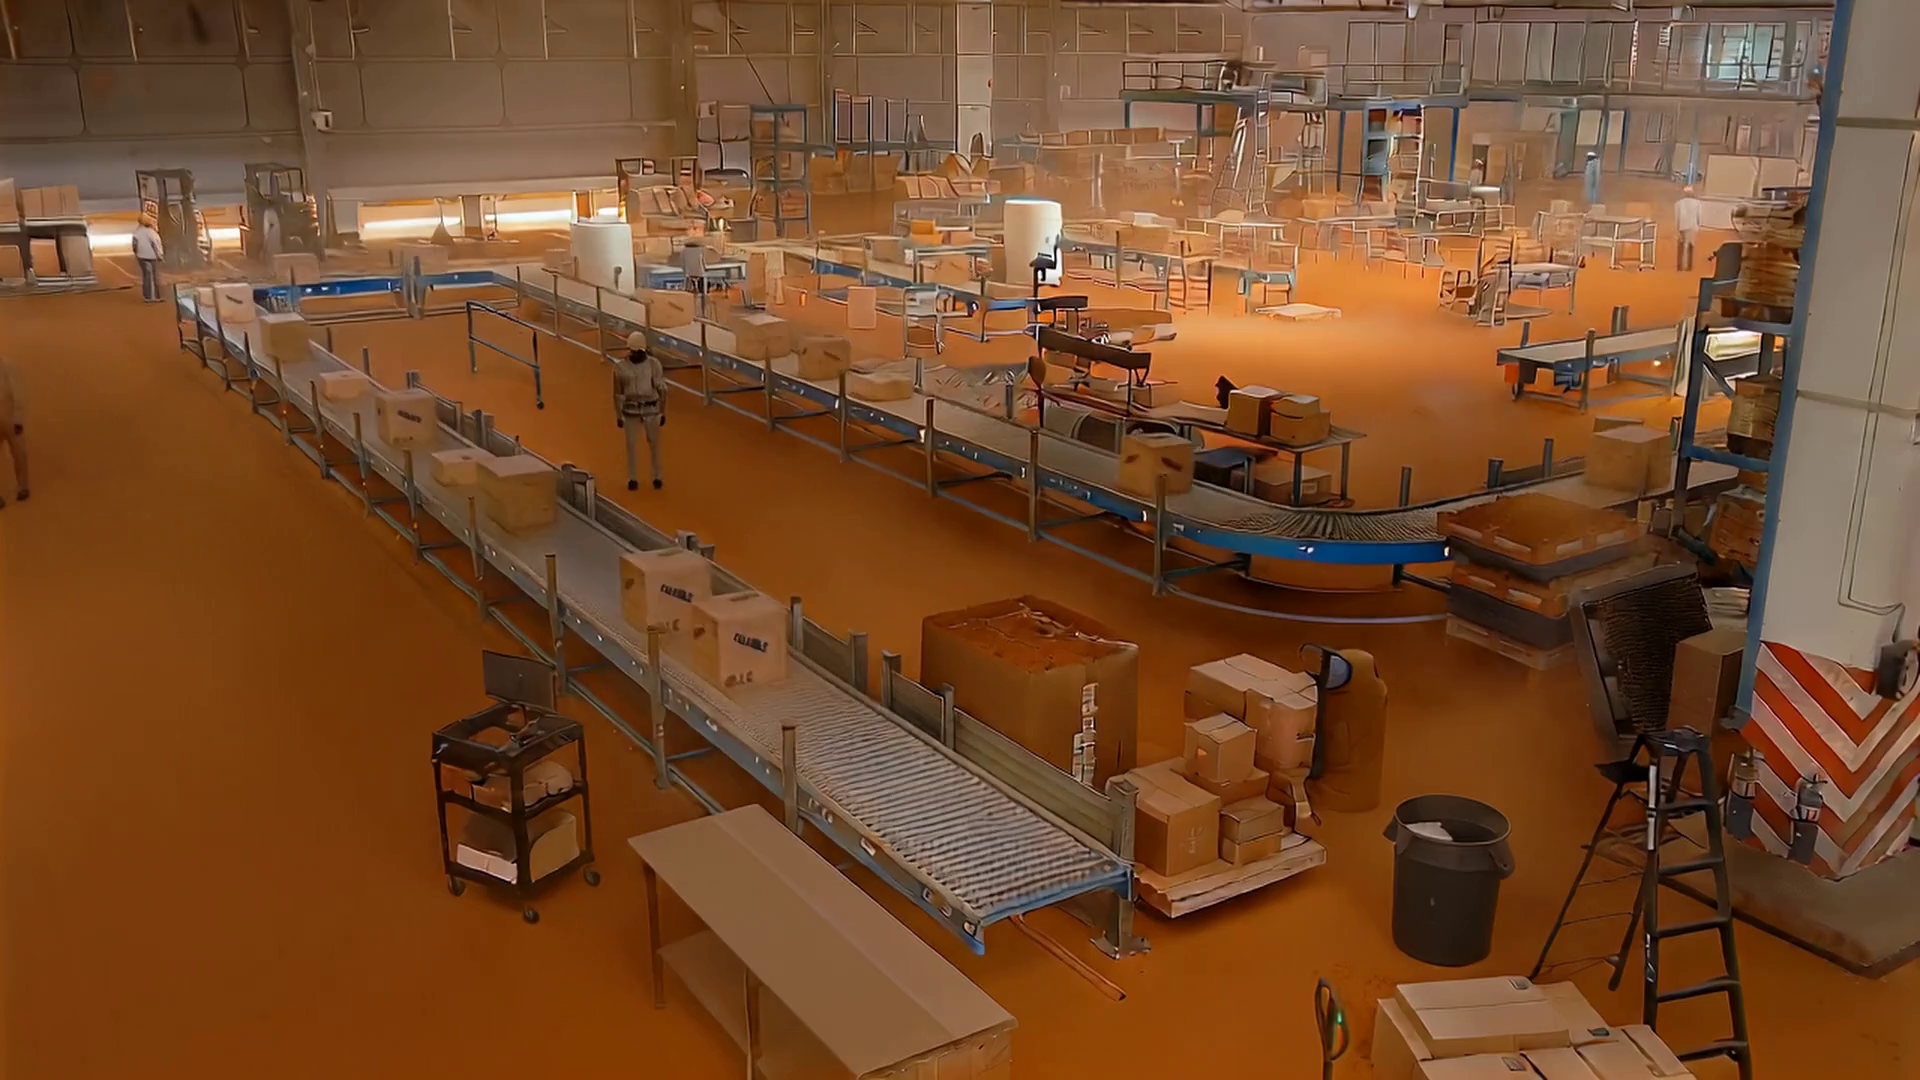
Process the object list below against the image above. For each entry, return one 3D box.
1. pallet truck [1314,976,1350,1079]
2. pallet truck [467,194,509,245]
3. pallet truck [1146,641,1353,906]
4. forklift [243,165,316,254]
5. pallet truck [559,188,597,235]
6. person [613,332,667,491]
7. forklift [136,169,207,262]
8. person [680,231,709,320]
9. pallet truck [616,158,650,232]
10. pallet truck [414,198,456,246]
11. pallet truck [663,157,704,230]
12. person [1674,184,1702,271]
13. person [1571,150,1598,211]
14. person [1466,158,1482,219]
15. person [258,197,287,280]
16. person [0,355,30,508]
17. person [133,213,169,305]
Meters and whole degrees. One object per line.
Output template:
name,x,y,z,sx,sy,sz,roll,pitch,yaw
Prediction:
pallet truck,2.299,2.390,7.086,1.601,1.201,0.680,-2,17,-7
pallet truck,-11.983,-8.177,42.137,0.704,1.261,1.522,-11,20,-33
pallet truck,1.664,1.407,10.232,1.630,1.274,0.653,-10,20,-31
forklift,-15.898,-7.669,38.708,1.157,1.987,2.680,-11,20,-33
pallet truck,-10.010,-8.652,43.699,0.653,1.274,1.630,-10,20,-31
person,-3.625,-1.460,18.872,0.591,1.826,0.403,-3,17,-10
forklift,-17.842,-7.318,37.559,1.157,1.987,2.680,-10,20,-31
person,-4.840,-4.825,30.398,0.503,1.633,0.280,1,17,5
pallet truck,-8.918,-9.176,44.255,0.823,1.965,1.885,-9,19,-27
pallet truck,-13.250,-8.060,41.856,0.680,1.201,1.601,-10,20,-31
pallet truck,-7.586,-9.308,44.692,0.823,1.965,1.885,-11,20,-33
person,16.113,-6.919,36.897,0.560,1.905,0.633,8,19,25
person,18.796,-10.771,49.897,0.623,1.798,0.799,-9,19,-27
person,14.755,-10.070,47.679,0.484,1.736,0.305,-14,22,-39
person,-14.421,-6.305,35.041,0.986,1.798,0.563,-8,18,-24
person,-10.521,-1.285,18.215,0.632,1.865,0.860,-4,17,-12
person,-15.728,-5.458,32.277,0.533,1.767,0.326,2,17,6
